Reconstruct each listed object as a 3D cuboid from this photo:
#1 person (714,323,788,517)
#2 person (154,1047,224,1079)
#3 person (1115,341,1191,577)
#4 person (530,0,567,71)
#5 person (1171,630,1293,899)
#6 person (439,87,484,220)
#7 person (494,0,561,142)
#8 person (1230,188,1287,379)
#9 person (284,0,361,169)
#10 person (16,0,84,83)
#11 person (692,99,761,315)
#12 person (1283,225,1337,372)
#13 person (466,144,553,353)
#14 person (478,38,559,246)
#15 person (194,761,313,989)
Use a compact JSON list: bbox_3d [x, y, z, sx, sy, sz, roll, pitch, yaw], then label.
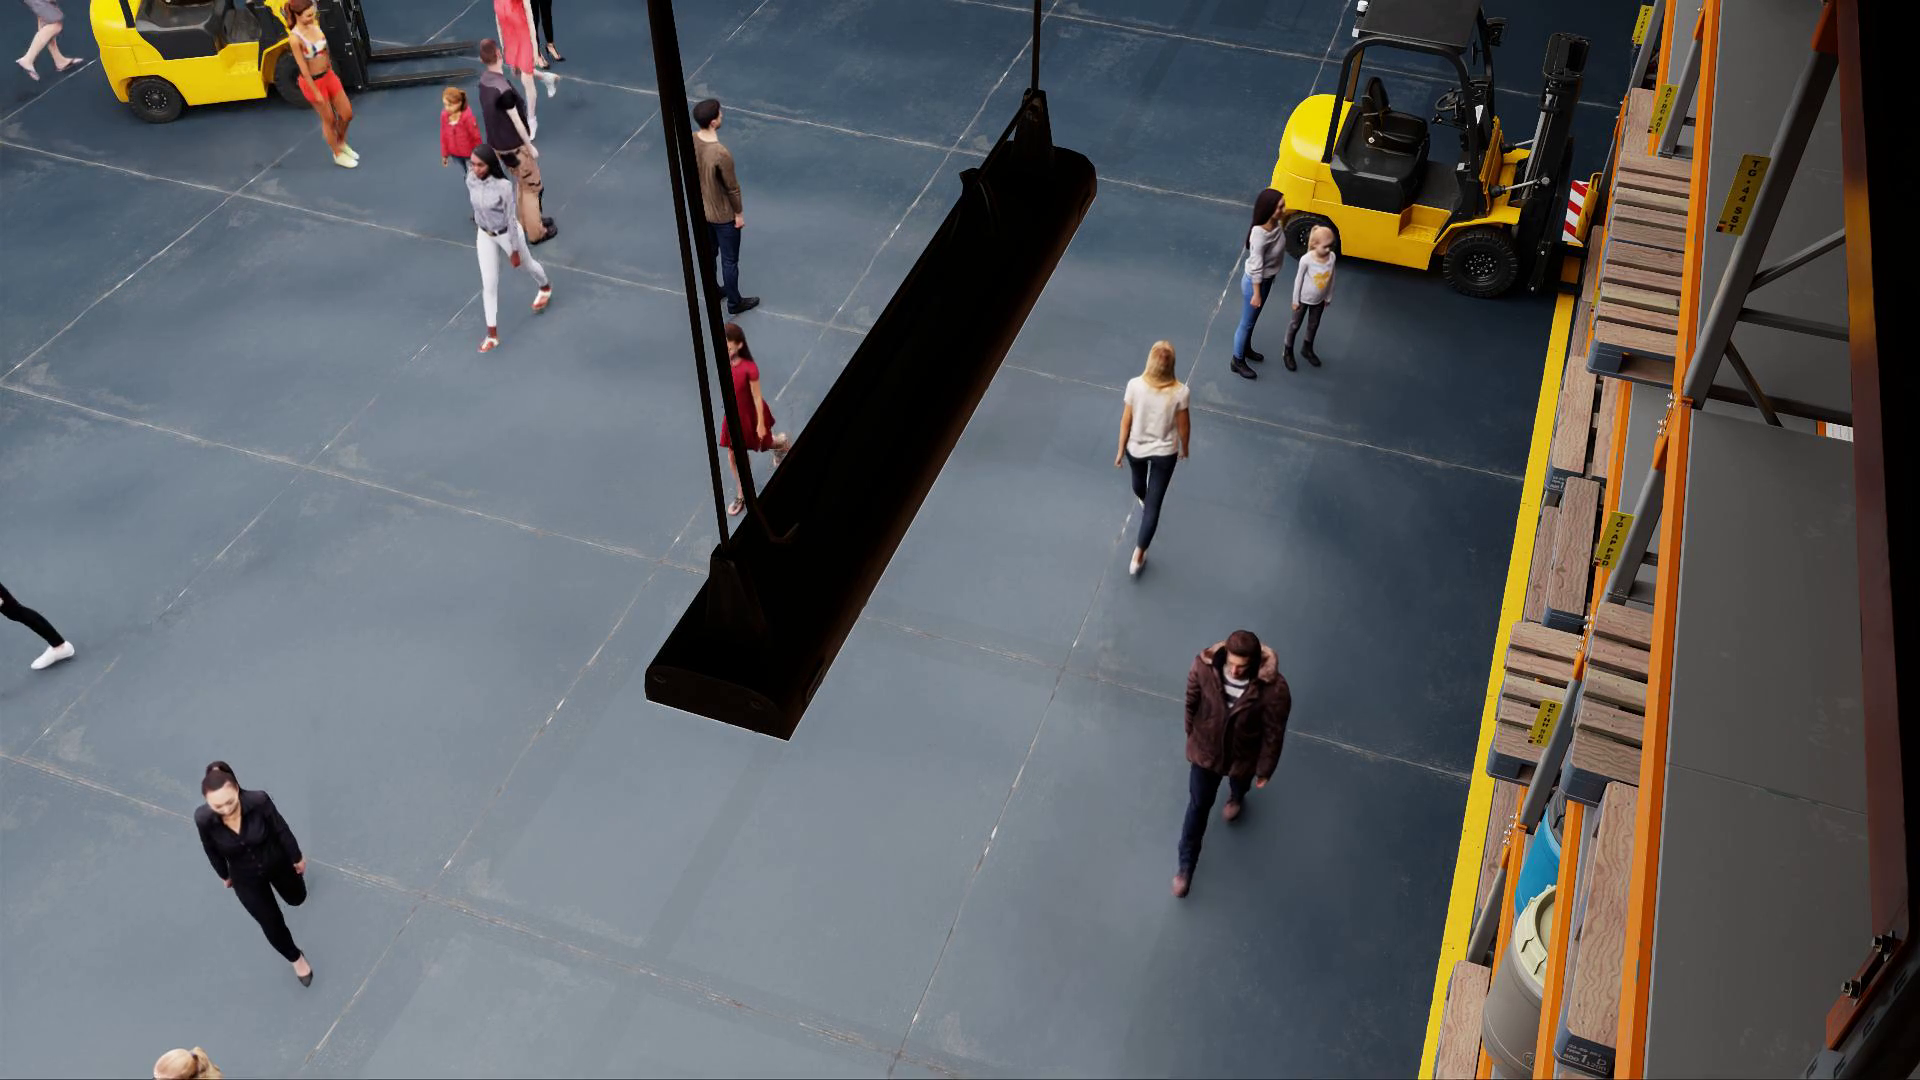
[{"bbox_3d":[-1.497,-0.950,11.882,0.541,1.523,0.973,15,46,15],"label":"person"},{"bbox_3d":[-3.622,2.834,8.092,0.537,1.270,0.563,30,51,27],"label":"person"},{"bbox_3d":[1.284,-0.519,11.250,0.681,1.771,1.144,11,45,11],"label":"person"},{"bbox_3d":[-4.227,-5.553,16.580,0.734,1.706,0.582,28,50,27],"label":"person"},{"bbox_3d":[1.573,1.127,9.506,0.734,1.793,1.165,15,46,15],"label":"person"},{"bbox_3d":[-4.315,-3.426,14.638,0.528,1.306,0.550,16,46,16],"label":"person"},{"bbox_3d":[-4.062,-4.667,15.577,0.678,1.807,1.028,24,49,23],"label":"person"},{"bbox_3d":[2.308,-2.014,12.918,0.664,1.633,0.448,16,46,16],"label":"person"},{"bbox_3d":[-5.867,-4.143,15.062,0.705,1.759,0.600,11,45,11],"label":"person"},{"bbox_3d":[-9.167,-5.360,16.299,0.854,1.815,1.009,27,50,25],"label":"person"},{"bbox_3d":[-1.964,-2.690,13.445,0.721,1.887,0.684,31,51,28],"label":"person"},{"bbox_3d":[2.754,-1.917,13.076,0.576,1.274,0.620,-11,45,-12],"label":"person"},{"bbox_3d":[-3.613,-2.424,13.321,0.637,1.672,1.227,16,46,16],"label":"person"},{"bbox_3d":[-3.904,-3.367,14.217,0.880,1.801,0.836,-17,46,-17],"label":"person"},{"bbox_3d":[-3.752,1.730,8.949,0.960,1.688,1.018,-15,46,-15],"label":"person"}]
